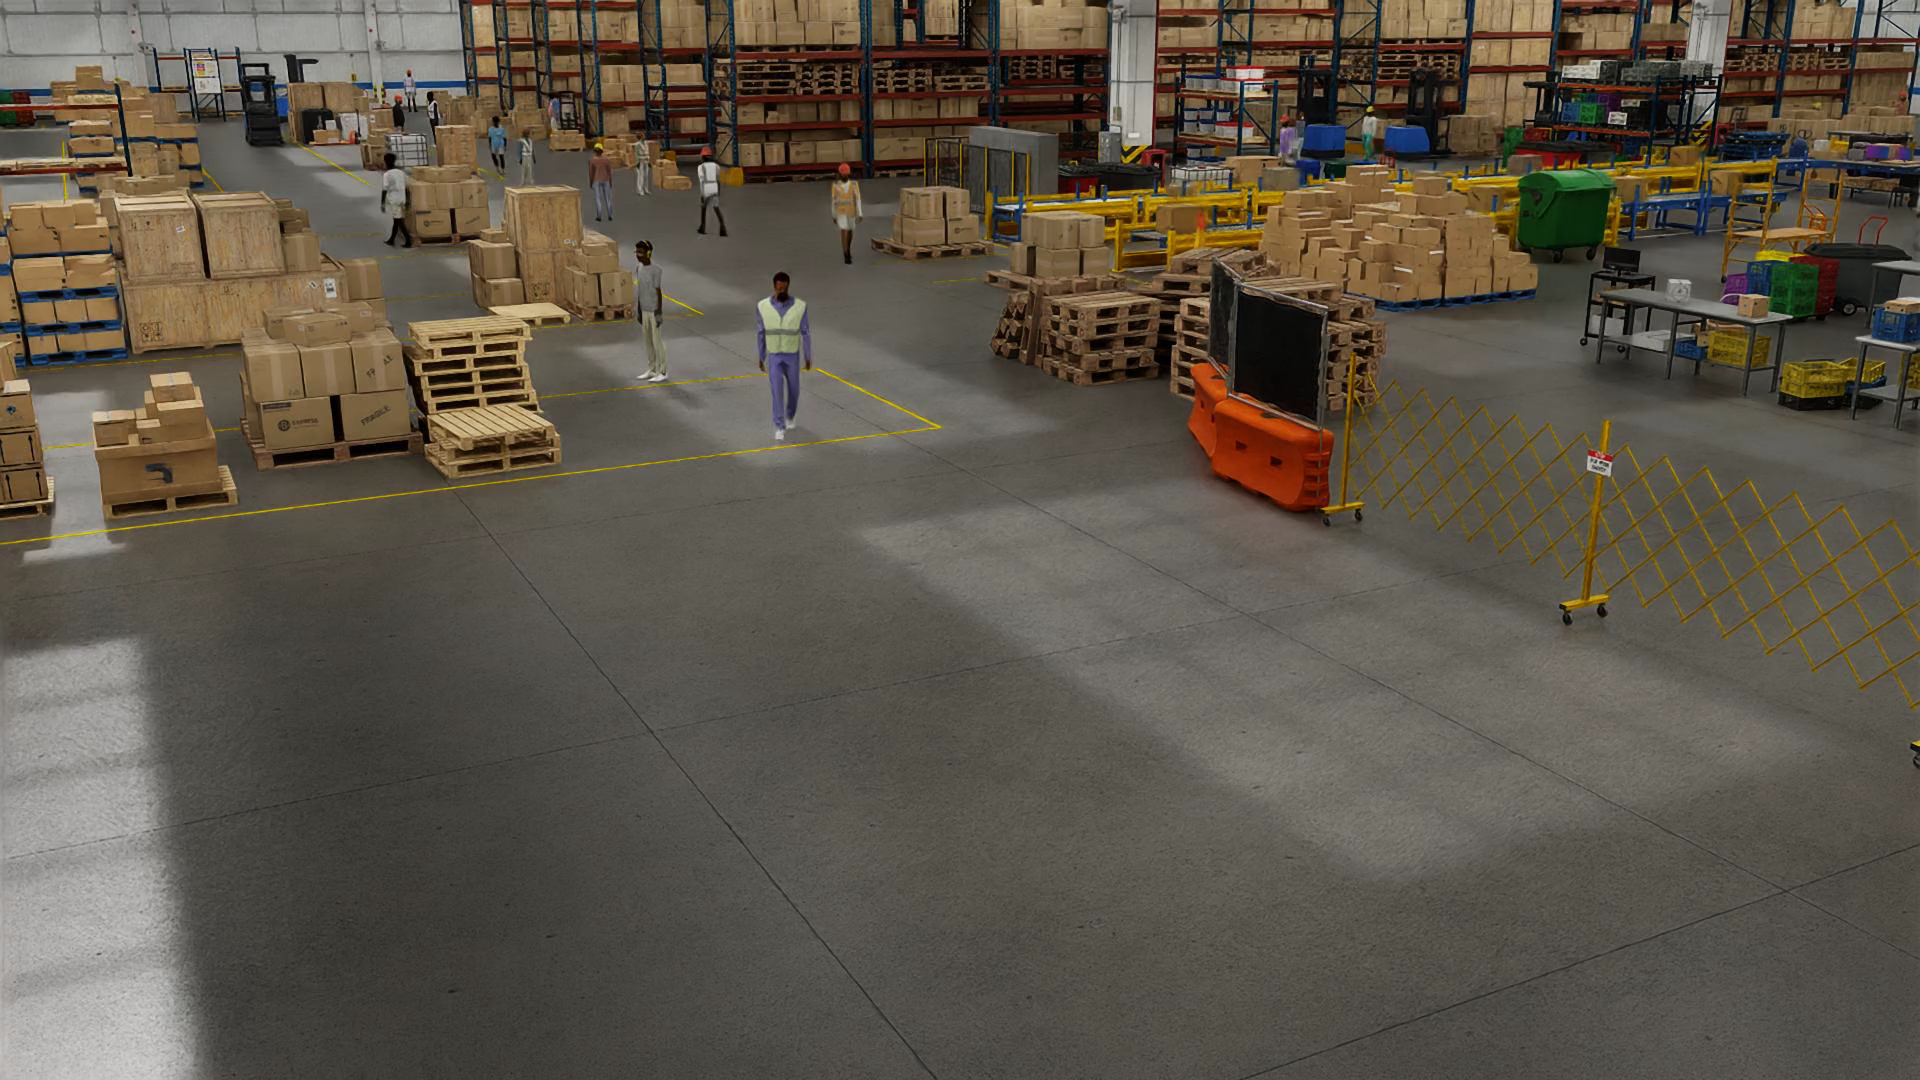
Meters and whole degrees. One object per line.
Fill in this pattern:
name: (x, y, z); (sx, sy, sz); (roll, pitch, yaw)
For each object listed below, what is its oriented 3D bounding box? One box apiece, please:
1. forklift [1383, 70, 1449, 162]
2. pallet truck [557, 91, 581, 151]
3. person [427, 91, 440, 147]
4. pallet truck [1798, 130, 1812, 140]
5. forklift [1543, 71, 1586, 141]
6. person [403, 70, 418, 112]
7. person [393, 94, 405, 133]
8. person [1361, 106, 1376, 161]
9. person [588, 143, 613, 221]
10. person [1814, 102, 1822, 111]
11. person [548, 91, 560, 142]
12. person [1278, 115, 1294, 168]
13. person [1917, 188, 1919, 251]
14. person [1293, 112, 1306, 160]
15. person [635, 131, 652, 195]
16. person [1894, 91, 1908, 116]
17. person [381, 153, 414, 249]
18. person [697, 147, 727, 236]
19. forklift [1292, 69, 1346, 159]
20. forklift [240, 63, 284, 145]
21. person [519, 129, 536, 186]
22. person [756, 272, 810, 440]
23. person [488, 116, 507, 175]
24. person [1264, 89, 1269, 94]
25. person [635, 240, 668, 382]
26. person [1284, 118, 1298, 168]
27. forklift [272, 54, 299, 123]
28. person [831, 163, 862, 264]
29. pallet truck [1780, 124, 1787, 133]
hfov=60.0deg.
forklift: (14.660, -13.589, 53.200); (1.873, 2.768, 1.129); (-9, 20, -26)
pallet truck: (-13.495, -14.412, 57.188); (0.823, 1.965, 1.885); (-3, 18, -9)
person: (-18.537, -14.830, 58.636); (0.390, 1.912, 0.589); (-13, 22, -35)
pallet truck: (25.526, -11.556, 49.408); (1.630, 1.274, 0.653); (-9, 20, -26)
forklift: (18.685, -13.231, 52.085); (1.873, 2.768, 1.129); (-9, 20, -26)
person: (-25.751, -21.035, 77.930); (0.544, 1.939, 0.372); (0, 18, 0)
person: (-18.518, -13.708, 54.997); (0.390, 1.995, 0.613); (-11, 21, -30)
person: (13.080, -12.973, 53.092); (0.531, 1.751, 0.540); (-11, 21, -30)
person: (-8.296, -8.256, 38.381); (0.526, 1.761, 0.337); (-7, 19, -21)
person: (28.281, -13.663, 55.256); (0.539, 1.745, 0.605); (-6, 19, -18)
person: (-14.817, -15.540, 60.993); (0.604, 1.827, 0.630); (-8, 20, -24)
person: (9.120, -10.863, 46.271); (0.725, 1.914, 0.549); (-8, 20, -25)
person: (19.387, -6.577, 33.091); (0.592, 1.798, 0.805); (0, 18, 1)
person: (10.626, -12.556, 51.988); (0.275, 1.632, 0.507); (16, 24, 40)
person: (-8.323, -9.886, 43.655); (0.308, 1.639, 0.524); (9, 20, 26)
person: (32.127, -14.325, 56.923); (0.608, 1.995, 0.377); (-13, 22, -35)
person: (-11.552, -6.911, 33.939); (0.908, 1.919, 0.615); (7, 19, 21)
person: (-5.367, -7.513, 35.867); (0.562, 1.895, 1.002); (-13, 22, -36)
forklift: (11.615, -13.871, 54.079); (1.129, 2.768, 1.873); (-9, 20, -27)
forklift: (-25.189, -15.695, 59.765); (1.129, 2.768, 1.873); (-9, 20, -27)
person: (-11.574, -10.224, 44.755); (0.775, 1.607, 0.550); (6, 19, 17)
person: (-2.024, -2.148, 19.119); (0.603, 1.901, 0.754); (-2, 18, -6)
person: (-13.586, -11.600, 48.903); (0.571, 1.685, 0.419); (1, 18, 4)
person: (12.096, -16.982, 65.723); (0.325, 1.678, 0.609); (10, 20, 27)
person: (-4.080, -3.005, 21.859); (0.501, 1.861, 0.328); (15, 23, 39)
person: (9.811, -11.620, 49.088); (0.611, 1.608, 0.538); (-13, 22, -34)
forklift: (-28.267, -19.158, 70.562); (1.873, 2.768, 1.129); (-9, 20, -26)
person: (-2.212, -6.341, 32.193); (0.561, 1.910, 0.918); (-4, 18, -13)
pallet truck: (25.206, -12.542, 52.601); (1.601, 1.201, 0.680); (0, 18, -2)
